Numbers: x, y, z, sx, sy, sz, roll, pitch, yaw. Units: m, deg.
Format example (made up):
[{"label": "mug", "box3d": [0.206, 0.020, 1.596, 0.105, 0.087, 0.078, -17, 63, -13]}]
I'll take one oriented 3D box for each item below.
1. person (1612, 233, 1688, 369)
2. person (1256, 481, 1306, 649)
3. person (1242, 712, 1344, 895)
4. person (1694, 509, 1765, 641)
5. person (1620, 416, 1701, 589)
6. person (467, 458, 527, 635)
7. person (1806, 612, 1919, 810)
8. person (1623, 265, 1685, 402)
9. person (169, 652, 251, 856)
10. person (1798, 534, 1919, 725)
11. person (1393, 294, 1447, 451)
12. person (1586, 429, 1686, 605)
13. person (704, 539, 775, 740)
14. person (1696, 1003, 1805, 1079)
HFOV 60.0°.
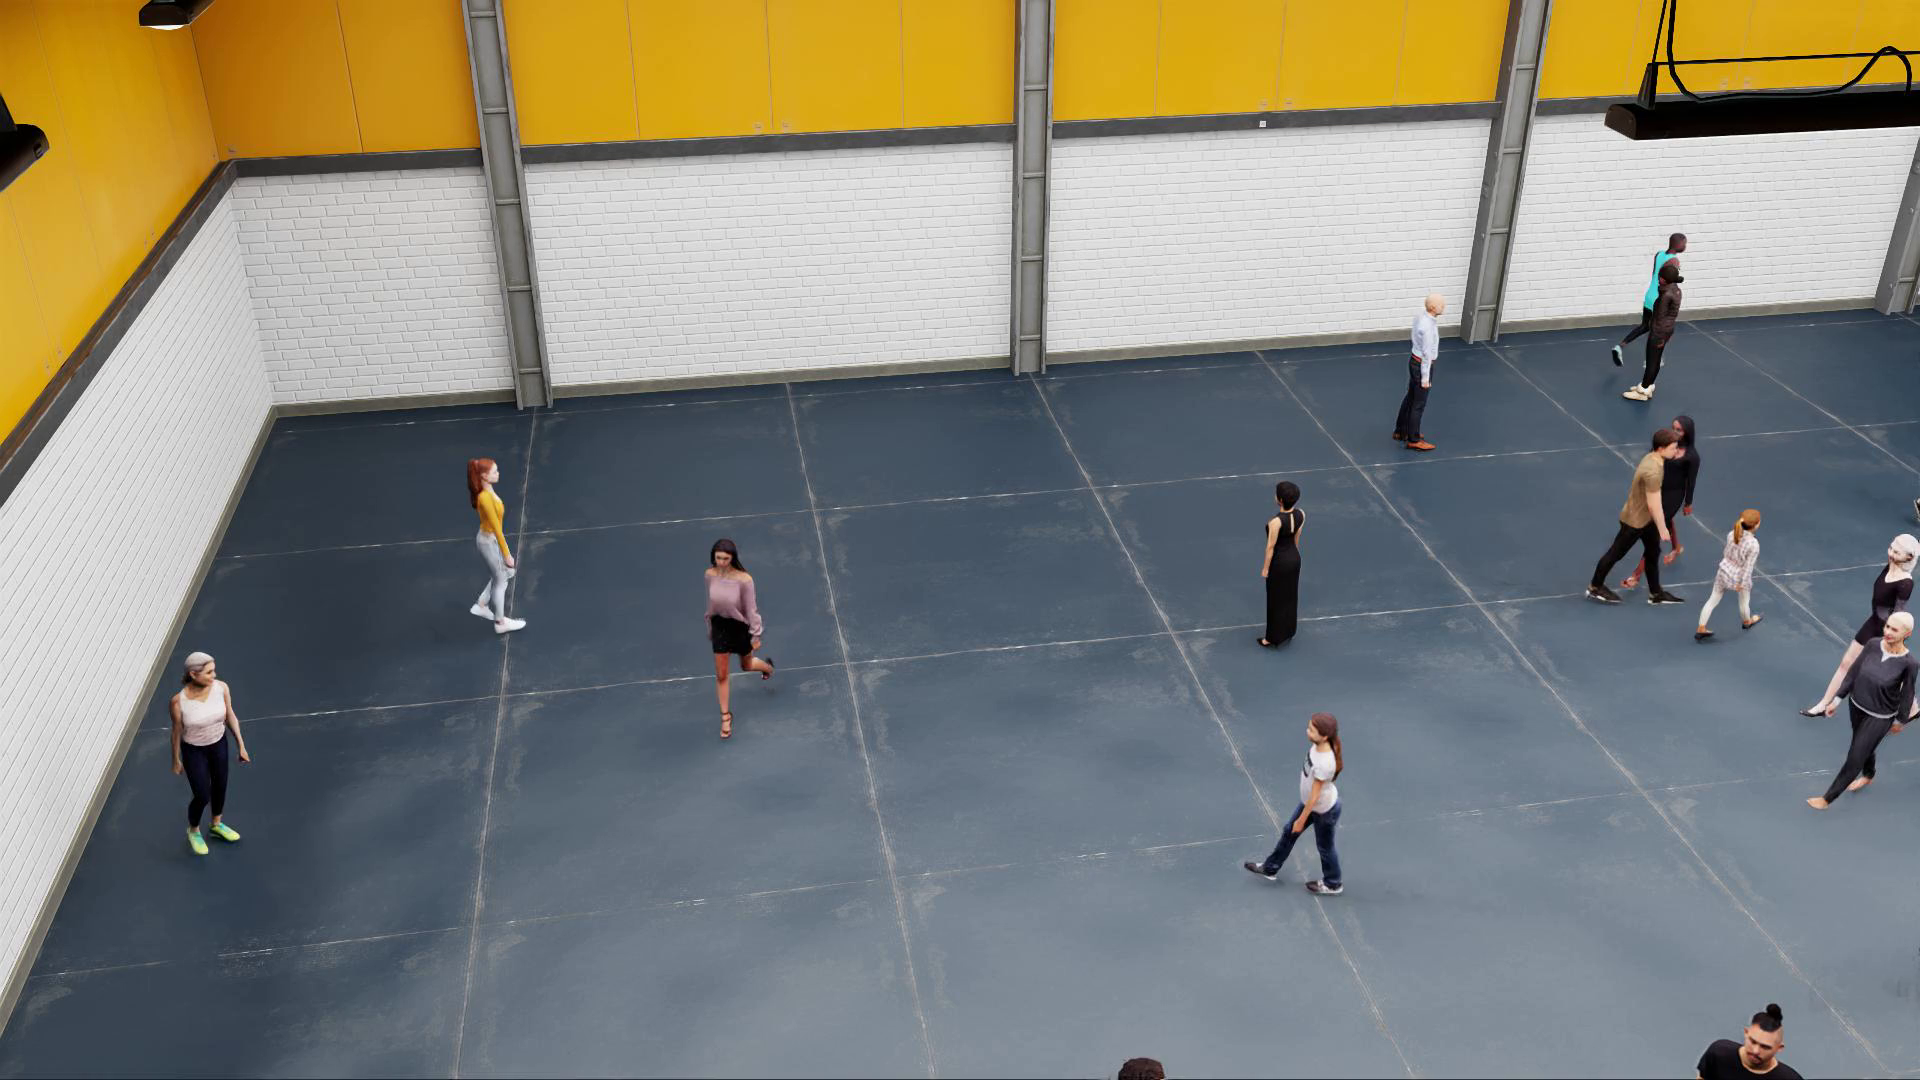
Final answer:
[{"label": "person", "box3d": [8.418, -2.870, 20.263, 1.017, 1.775, 0.661, -7, 29, -13]}, {"label": "person", "box3d": [2.878, 0.222, 14.779, 0.618, 1.598, 0.718, -22, 35, -34]}, {"label": "person", "box3d": [2.615, 1.890, 11.786, 1.008, 1.536, 0.720, 3, 29, 5]}, {"label": "person", "box3d": [6.877, 0.343, 14.905, 0.992, 1.266, 0.705, -13, 31, -23]}, {"label": "person", "box3d": [6.782, -0.401, 15.847, 1.335, 1.670, 0.985, -18, 34, -30]}, {"label": "person", "box3d": [-4.285, 0.078, 14.899, 0.723, 1.737, 0.651, -7, 29, -13]}, {"label": "person", "box3d": [7.052, 1.275, 12.761, 1.126, 1.683, 0.768, -12, 31, -21]}, {"label": "person", "box3d": [8.252, -2.431, 19.579, 0.767, 1.659, 0.706, 11, 31, 19]}, {"label": "person", "box3d": [-5.607, 1.556, 12.261, 0.797, 1.668, 0.860, -22, 36, -35]}, {"label": "person", "box3d": [7.615, 0.790, 13.548, 1.222, 1.781, 0.748, 2, 29, 3]}, {"label": "person", "box3d": [5.112, -1.888, 18.445, 0.738, 1.792, 0.718, 2, 29, 3]}, {"label": "person", "box3d": [6.160, -0.209, 15.345, 1.171, 1.814, 1.097, 16, 33, 27]}, {"label": "person", "box3d": [-1.813, 0.727, 13.664, 1.137, 1.779, 1.050, 10, 30, 17]}, {"label": "person", "box3d": [4.181, 3.227, 8.995, 0.764, 1.862, 0.813, 20, 35, 32]}]
